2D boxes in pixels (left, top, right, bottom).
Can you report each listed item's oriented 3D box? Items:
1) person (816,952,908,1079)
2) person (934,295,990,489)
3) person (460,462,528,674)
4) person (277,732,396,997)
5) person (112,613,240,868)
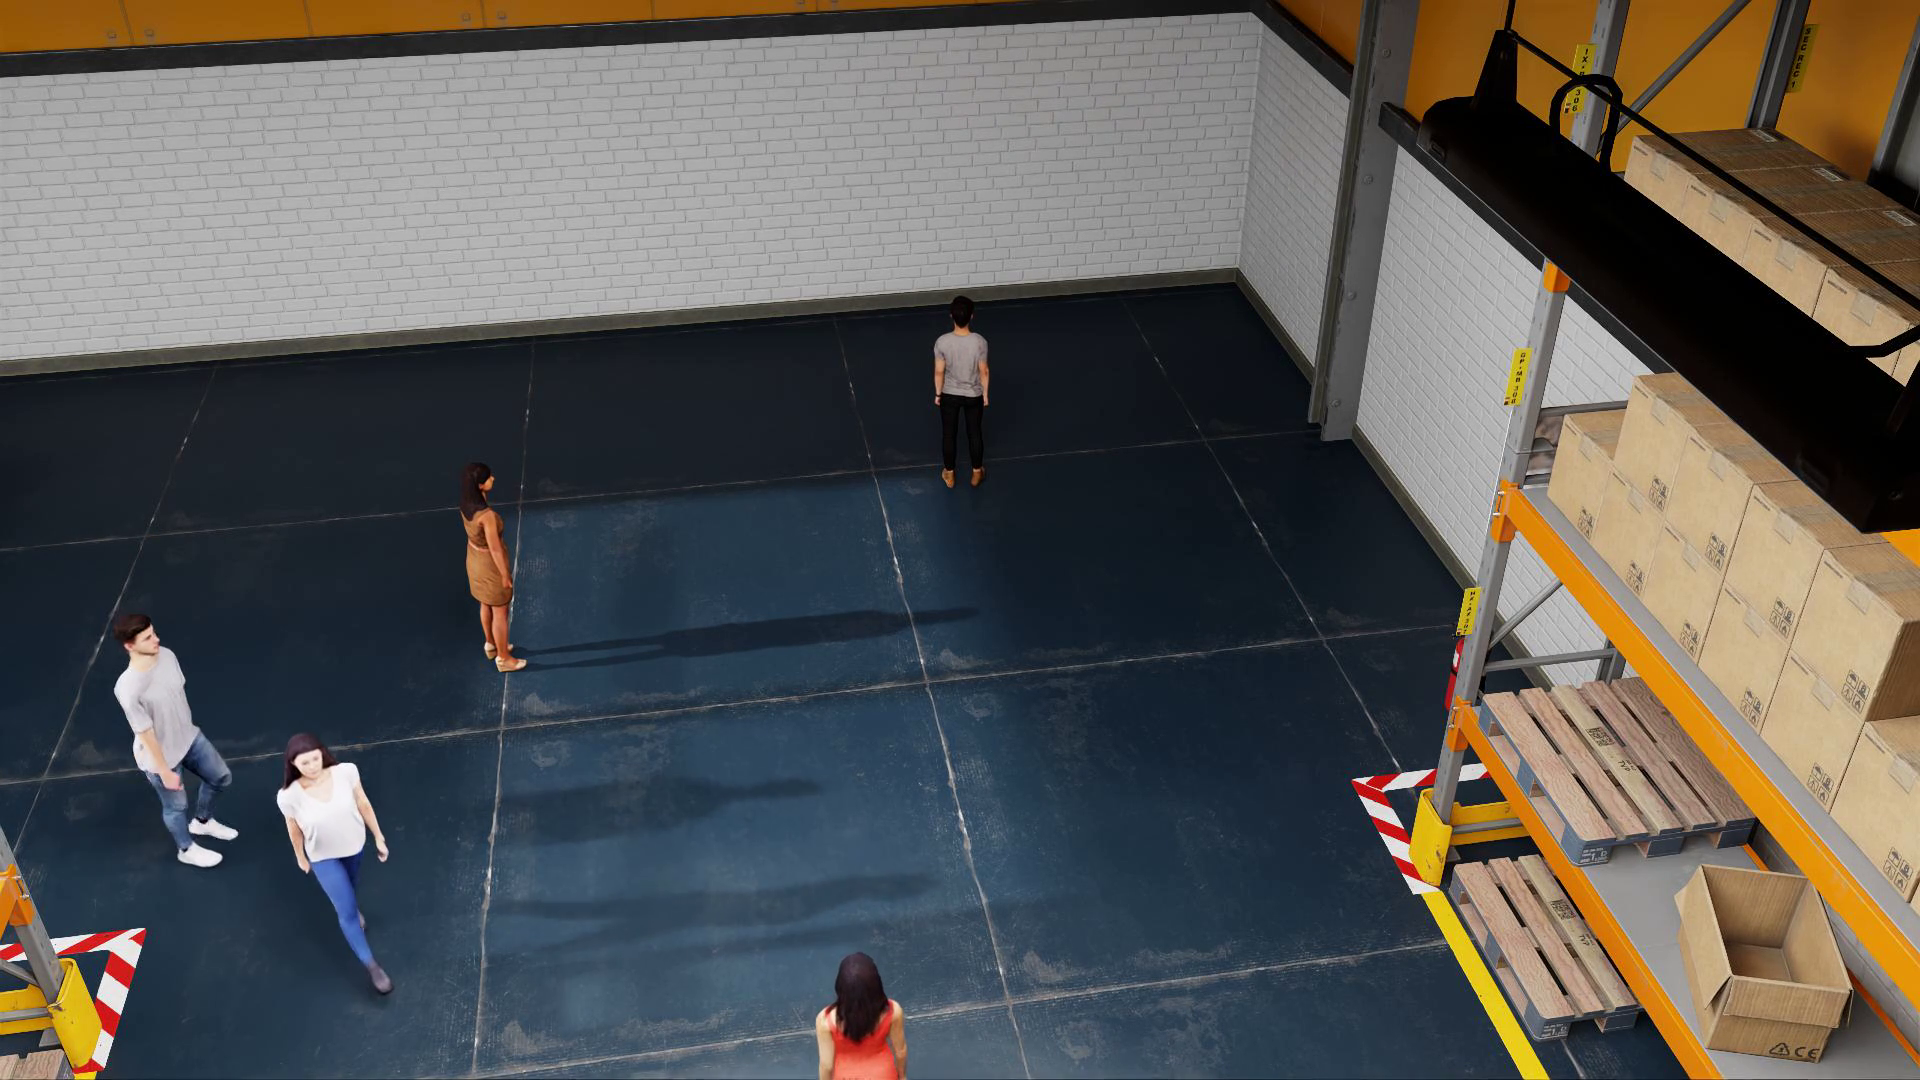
[{"bbox_3d":[-0.473,2.625,8.052,0.604,1.719,0.534,-8,35,-12],"label":"person"},{"bbox_3d":[0.010,-1.234,13.856,0.643,1.722,0.576,0,34,0],"label":"person"},{"bbox_3d":[-3.324,0.191,11.744,0.689,1.686,0.581,-23,40,-30],"label":"person"},{"bbox_3d":[-3.568,1.731,9.476,1.000,1.633,1.187,-27,42,-35],"label":"person"},{"bbox_3d":[-4.849,1.223,10.020,0.837,1.876,0.711,6,34,9],"label":"person"}]
